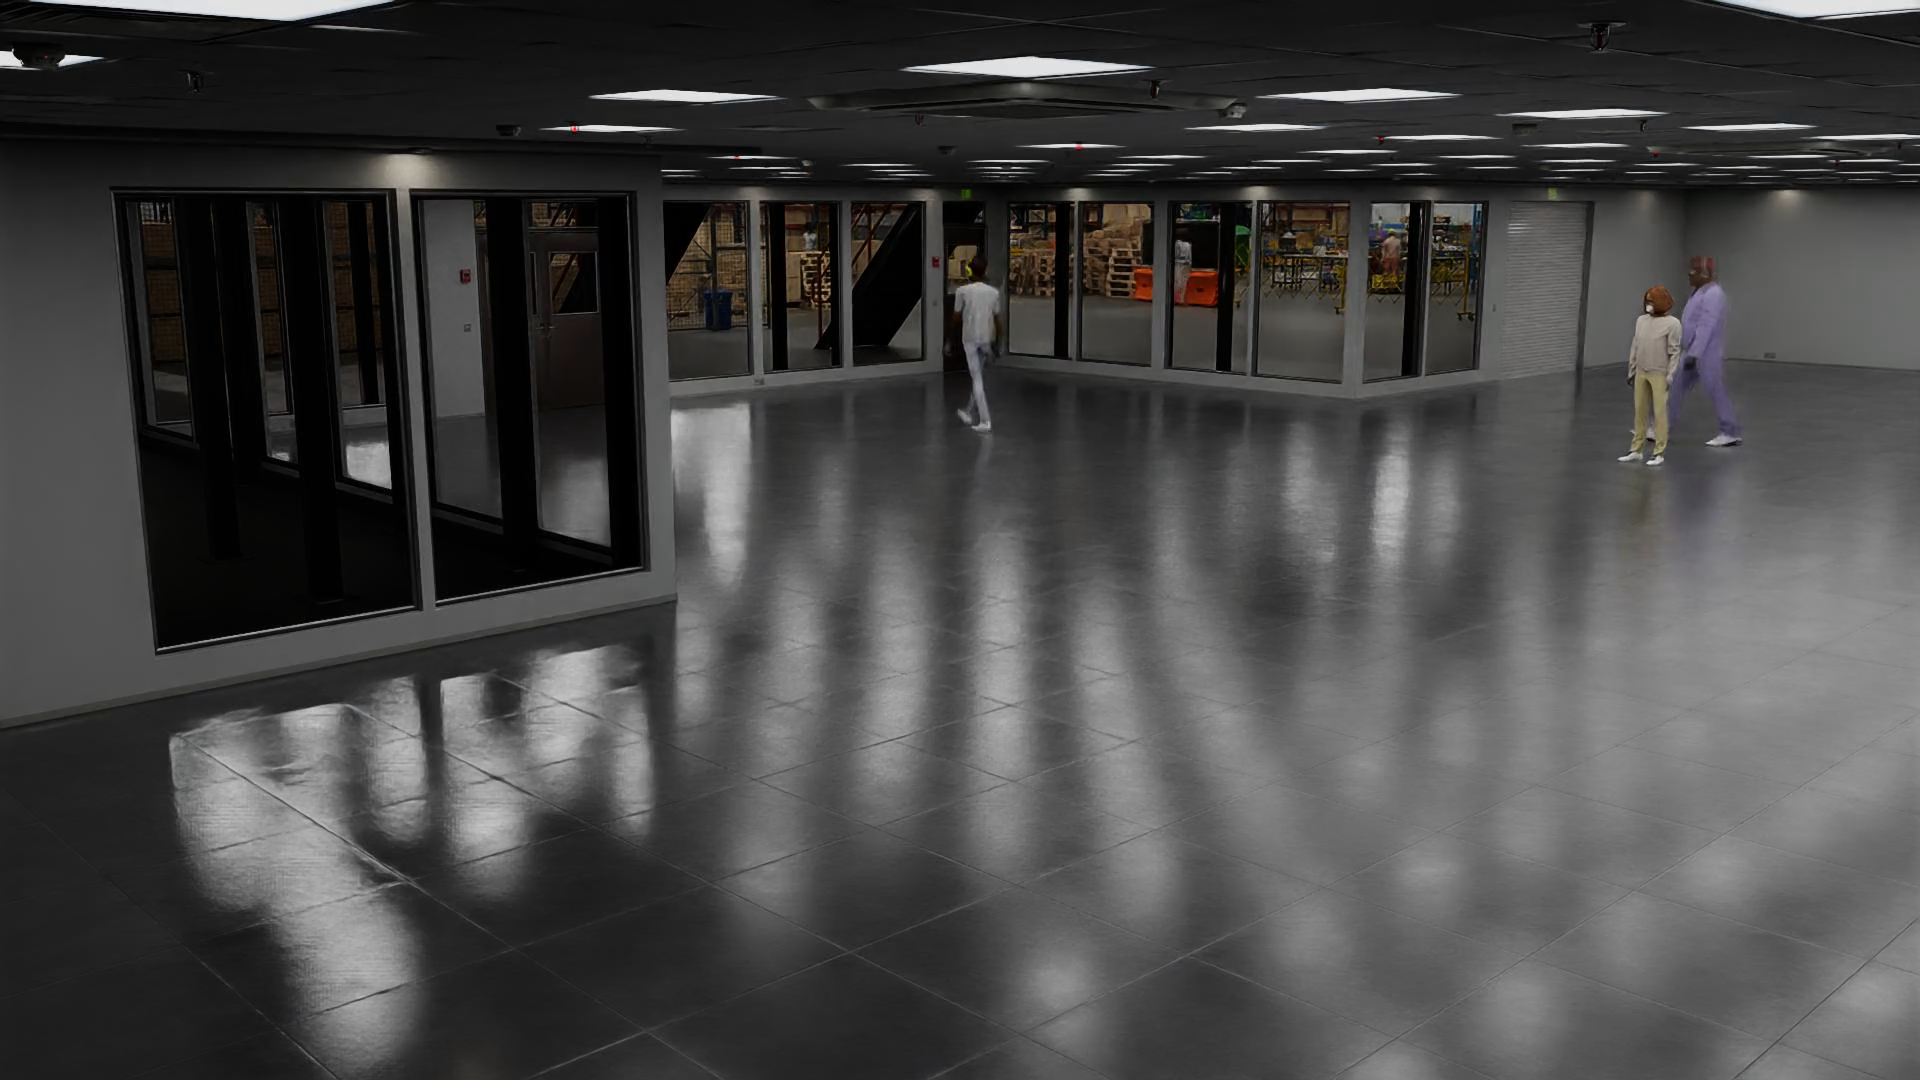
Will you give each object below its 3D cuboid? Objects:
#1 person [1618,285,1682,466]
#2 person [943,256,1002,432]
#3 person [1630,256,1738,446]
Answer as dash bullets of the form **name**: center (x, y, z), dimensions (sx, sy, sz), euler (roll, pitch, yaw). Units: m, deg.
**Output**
- **person**: center (6.300, -1.496, 15.146), dimensions (0.279, 1.633, 0.498), euler (-6, 13, -28)
- **person**: center (0.134, -2.078, 17.607), dimensions (0.521, 1.821, 0.964), euler (-6, 13, -28)
- **person**: center (7.224, -1.842, 16.324), dimensions (0.999, 1.855, 0.660), euler (1, 11, 6)
